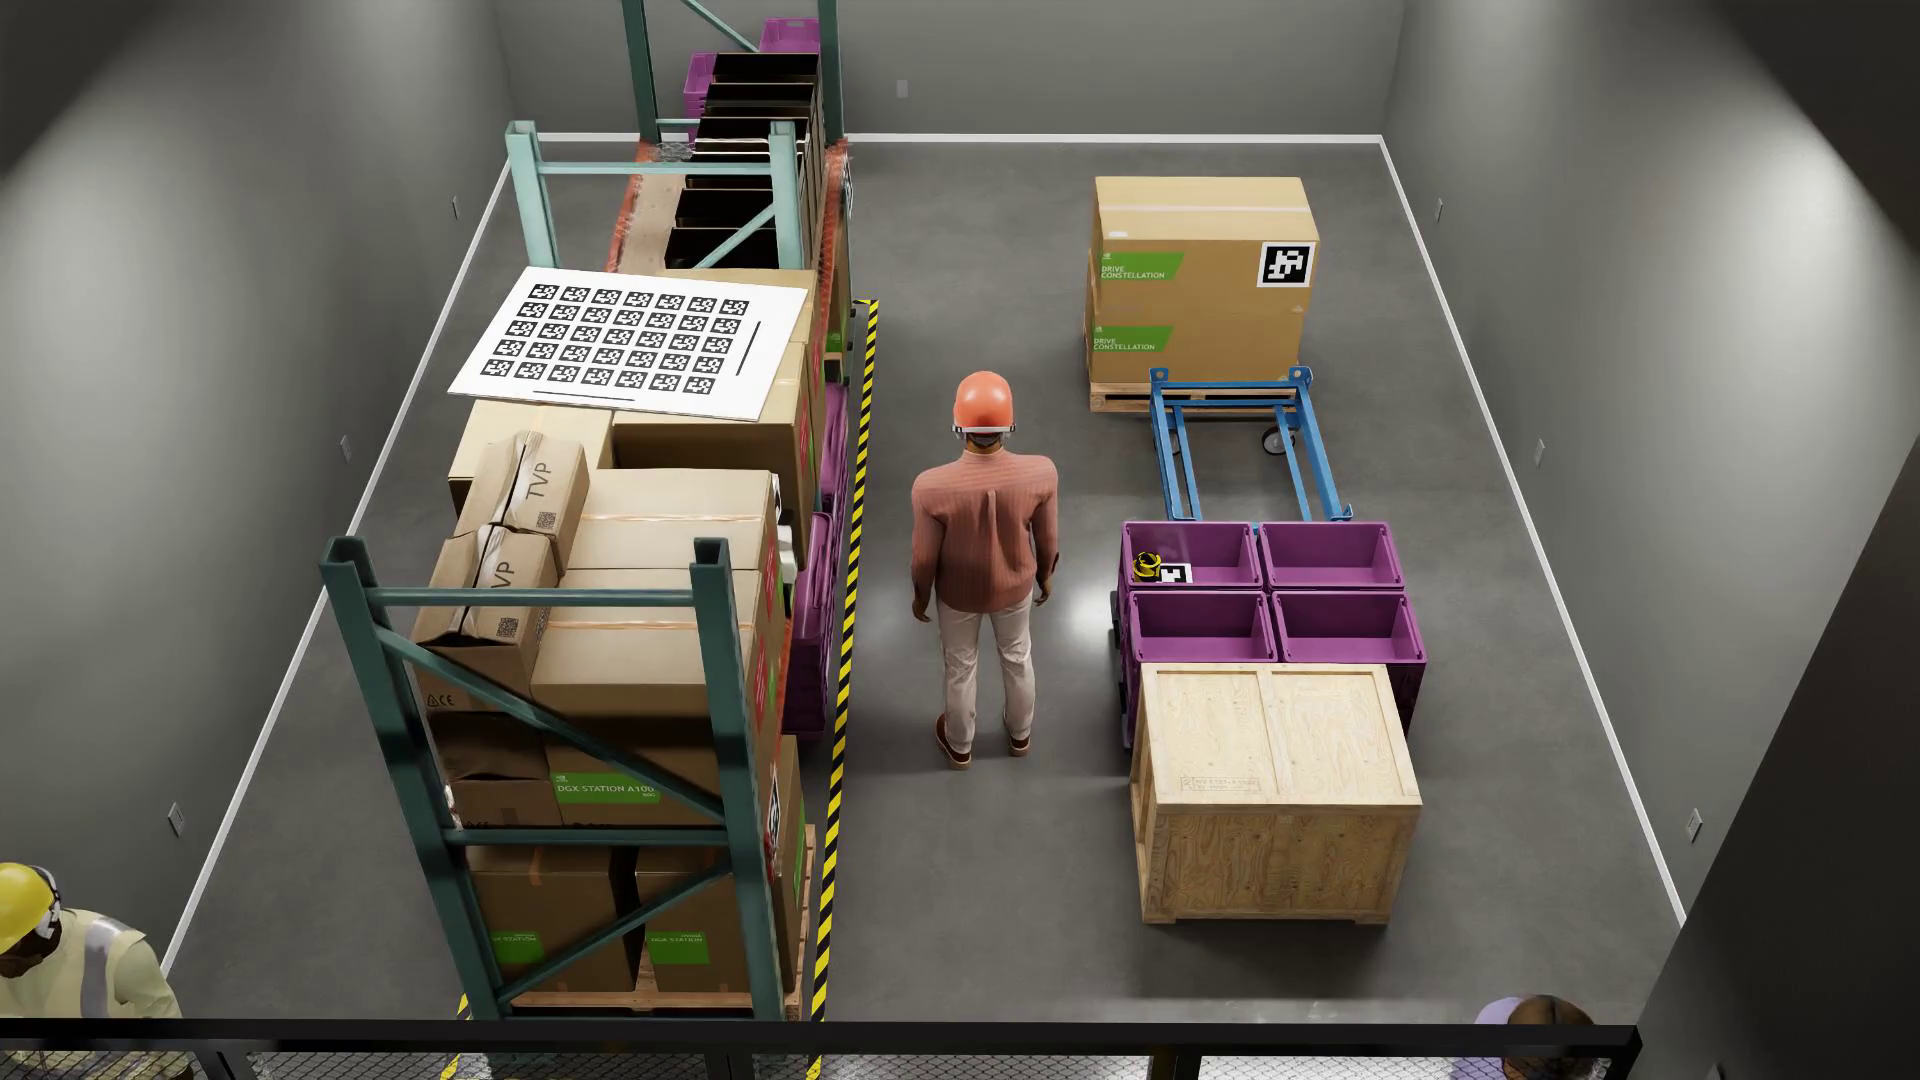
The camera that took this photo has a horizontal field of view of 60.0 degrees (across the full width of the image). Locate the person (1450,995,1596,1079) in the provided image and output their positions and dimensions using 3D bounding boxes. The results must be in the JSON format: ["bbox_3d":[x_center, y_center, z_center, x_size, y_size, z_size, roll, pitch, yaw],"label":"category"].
[{"bbox_3d":[1.527,1.940,4.903,0.372,1.939,0.630,11,42,12],"label":"person"}]

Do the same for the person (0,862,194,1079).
[{"bbox_3d":[-2.757,1.645,5.317,0.590,1.833,0.403,1,41,2],"label":"person"}]

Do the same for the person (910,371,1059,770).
[{"bbox_3d":[0.094,0.154,6.896,0.622,1.992,0.397,-9,42,-11],"label":"person"}]
